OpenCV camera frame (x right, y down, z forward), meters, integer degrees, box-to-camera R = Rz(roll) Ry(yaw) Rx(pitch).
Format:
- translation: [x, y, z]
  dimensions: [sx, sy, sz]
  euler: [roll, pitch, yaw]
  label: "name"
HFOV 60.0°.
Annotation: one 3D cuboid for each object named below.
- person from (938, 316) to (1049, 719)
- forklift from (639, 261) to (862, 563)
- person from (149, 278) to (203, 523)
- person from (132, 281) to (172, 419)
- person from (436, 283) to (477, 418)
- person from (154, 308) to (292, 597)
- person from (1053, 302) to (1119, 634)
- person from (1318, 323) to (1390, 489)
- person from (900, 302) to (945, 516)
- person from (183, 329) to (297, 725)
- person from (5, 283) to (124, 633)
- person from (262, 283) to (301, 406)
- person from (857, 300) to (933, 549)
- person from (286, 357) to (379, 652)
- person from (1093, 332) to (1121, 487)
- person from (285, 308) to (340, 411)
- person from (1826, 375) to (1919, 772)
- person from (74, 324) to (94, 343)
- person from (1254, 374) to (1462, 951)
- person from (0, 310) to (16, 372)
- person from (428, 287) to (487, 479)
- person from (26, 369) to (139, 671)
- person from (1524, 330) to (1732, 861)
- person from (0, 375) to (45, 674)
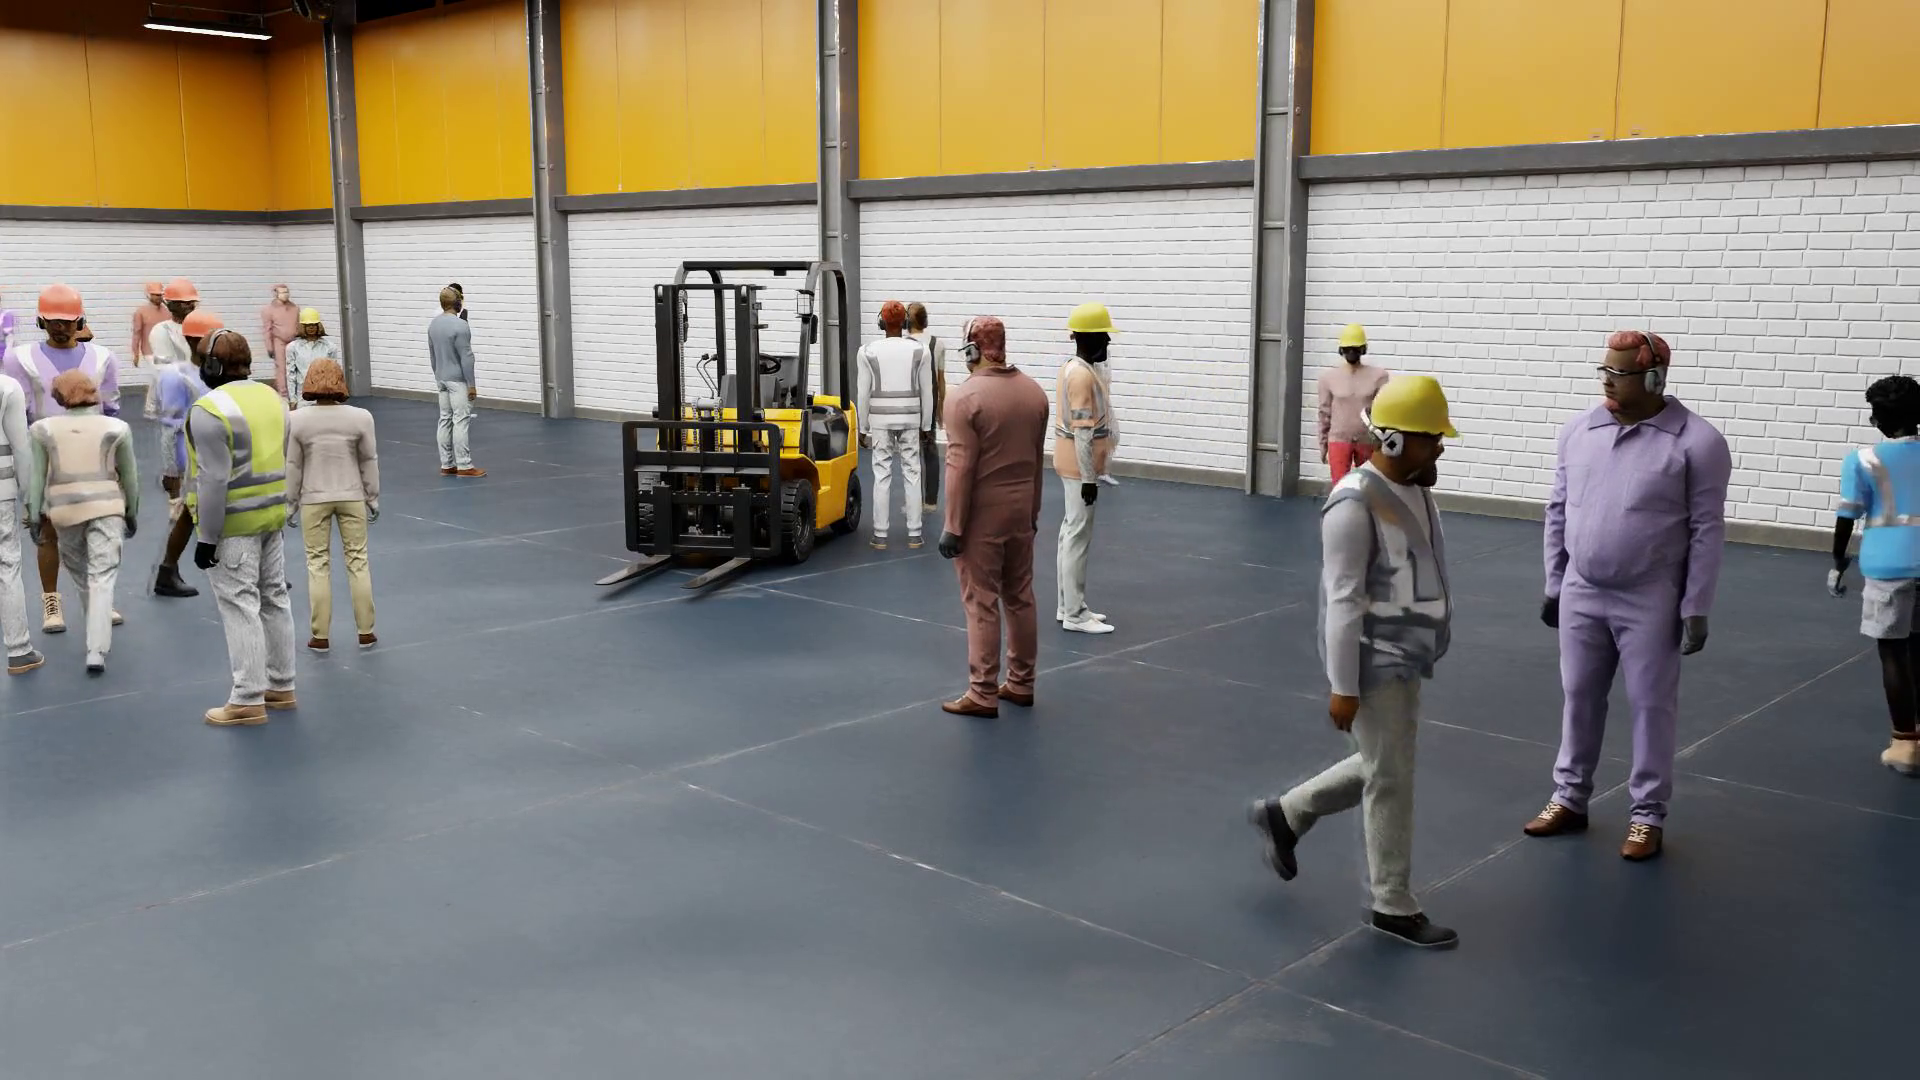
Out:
- translation: [0.130, -0.109, 7.916]
  dimensions: [0.399, 1.899, 0.644]
  euler: [9, 13, 43]
  label: "person"
- translation: [-1.552, -1.040, 12.721]
  dimensions: [1.214, 2.155, 2.313]
  euler: [2, 9, 11]
  label: "forklift"
- translation: [-6.456, -1.161, 13.921]
  dimensions: [0.378, 2.041, 0.616]
  euler: [1, 9, 9]
  label: "person"
- translation: [-11.149, -2.623, 23.193]
  dimensions: [1.051, 1.938, 0.641]
  euler: [5, 11, 29]
  label: "person"
- translation: [-7.196, -2.685, 23.654]
  dimensions: [0.592, 1.916, 0.375]
  euler: [6, 11, 32]
  label: "person"
- translation: [-4.786, -0.528, 10.587]
  dimensions: [1.044, 1.874, 0.560]
  euler: [2, 9, 10]
  label: "person"
- translation: [0.732, -0.424, 9.755]
  dimensions: [0.370, 1.929, 0.585]
  euler: [0, 9, -1]
  label: "person"
- translation: [2.881, -0.728, 12.210]
  dimensions: [0.522, 1.737, 0.832]
  euler: [1, 9, 9]
  label: "person"
- translation: [-0.358, -1.128, 14.338]
  dimensions: [0.514, 1.843, 0.341]
  euler: [-6, 11, -34]
  label: "person"
- translation: [-3.380, -0.059, 7.786]
  dimensions: [0.429, 1.843, 0.627]
  euler: [2, 9, 10]
  label: "person"
- translation: [-5.218, -0.478, 9.766]
  dimensions: [0.605, 2.034, 0.392]
  euler: [-8, 12, -40]
  label: "person"
- translation: [-10.432, -3.012, 25.733]
  dimensions: [0.420, 1.892, 0.667]
  euler: [7, 12, 38]
  label: "person"
- translation: [-0.490, -0.865, 12.594]
  dimensions: [0.574, 1.885, 0.355]
  euler: [-1, 9, -7]
  label: "person"
- translation: [-3.488, -0.194, 9.245]
  dimensions: [0.507, 1.632, 0.272]
  euler: [-5, 10, -27]
  label: "person"
- translation: [1.360, -1.307, 16.101]
  dimensions: [0.503, 1.621, 0.538]
  euler: [6, 11, 34]
  label: "person"
- translation: [-6.282, -1.381, 16.191]
  dimensions: [0.489, 1.744, 0.295]
  euler: [-6, 11, -33]
  label: "person"
- translation: [4.020, 0.137, 7.081]
  dimensions: [0.549, 1.659, 0.565]
  euler: [0, 9, 2]
  label: "person"
- translation: [-8.709, -1.381, 16.556]
  dimensions: [0.282, 1.626, 0.501]
  euler: [2, 9, 12]
  label: "person"
- translation: [1.283, 0.363, 5.327]
  dimensions: [0.709, 1.804, 0.594]
  euler: [7, 12, 36]
  label: "person"
- translation: [-13.165, -2.512, 22.742]
  dimensions: [0.566, 1.859, 1.023]
  euler: [1, 9, 7]
  label: "person"
- translation: [-5.119, -1.589, 16.870]
  dimensions: [0.631, 1.940, 0.372]
  euler: [7, 12, 38]
  label: "person"
- translation: [-4.676, -0.113, 8.883]
  dimensions: [0.526, 1.586, 0.858]
  euler: [-3, 10, -20]
  label: "person"
- translation: [2.397, 0.197, 6.029]
  dimensions: [0.401, 1.904, 0.641]
  euler: [-8, 12, -41]
  label: "person"
- translation: [-5.115, -0.222, 8.654]
  dimensions: [0.579, 1.884, 0.352]
  euler: [-3, 10, -16]
  label: "person"
